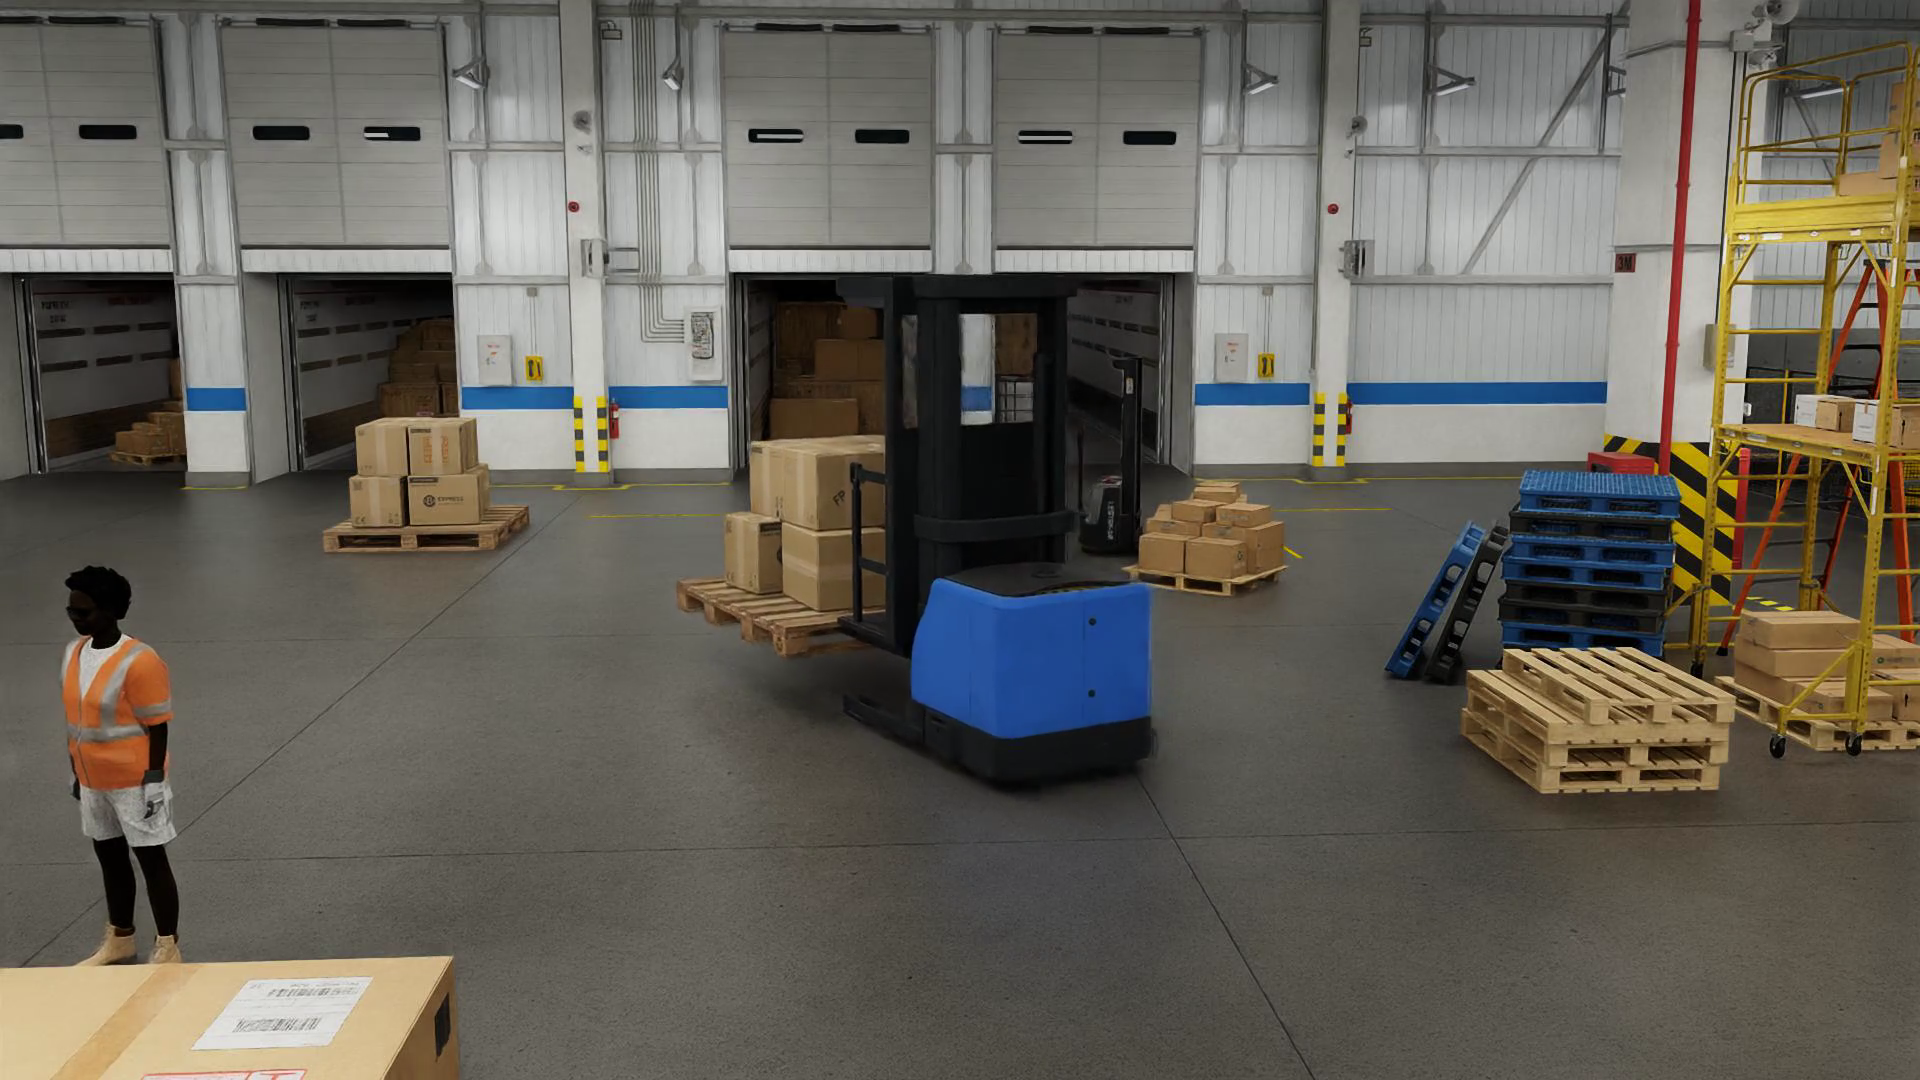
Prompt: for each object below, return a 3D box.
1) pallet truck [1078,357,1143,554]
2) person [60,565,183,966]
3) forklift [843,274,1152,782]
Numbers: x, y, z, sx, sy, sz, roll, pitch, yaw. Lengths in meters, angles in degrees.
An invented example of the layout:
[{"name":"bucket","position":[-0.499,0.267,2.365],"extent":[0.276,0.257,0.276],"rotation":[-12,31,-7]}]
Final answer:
[{"name":"pallet truck","position":[2.088,-0.836,16.757],"extent":[1.885,1.965,0.823],"rotation":[2,9,13]},{"name":"person","position":[-3.331,0.935,6.584],"extent":[0.537,1.695,0.320],"rotation":[4,10,26]},{"name":"forklift","position":[0.211,-0.173,9.835],"extent":[1.129,2.768,1.873],"rotation":[-5,10,-30]}]
